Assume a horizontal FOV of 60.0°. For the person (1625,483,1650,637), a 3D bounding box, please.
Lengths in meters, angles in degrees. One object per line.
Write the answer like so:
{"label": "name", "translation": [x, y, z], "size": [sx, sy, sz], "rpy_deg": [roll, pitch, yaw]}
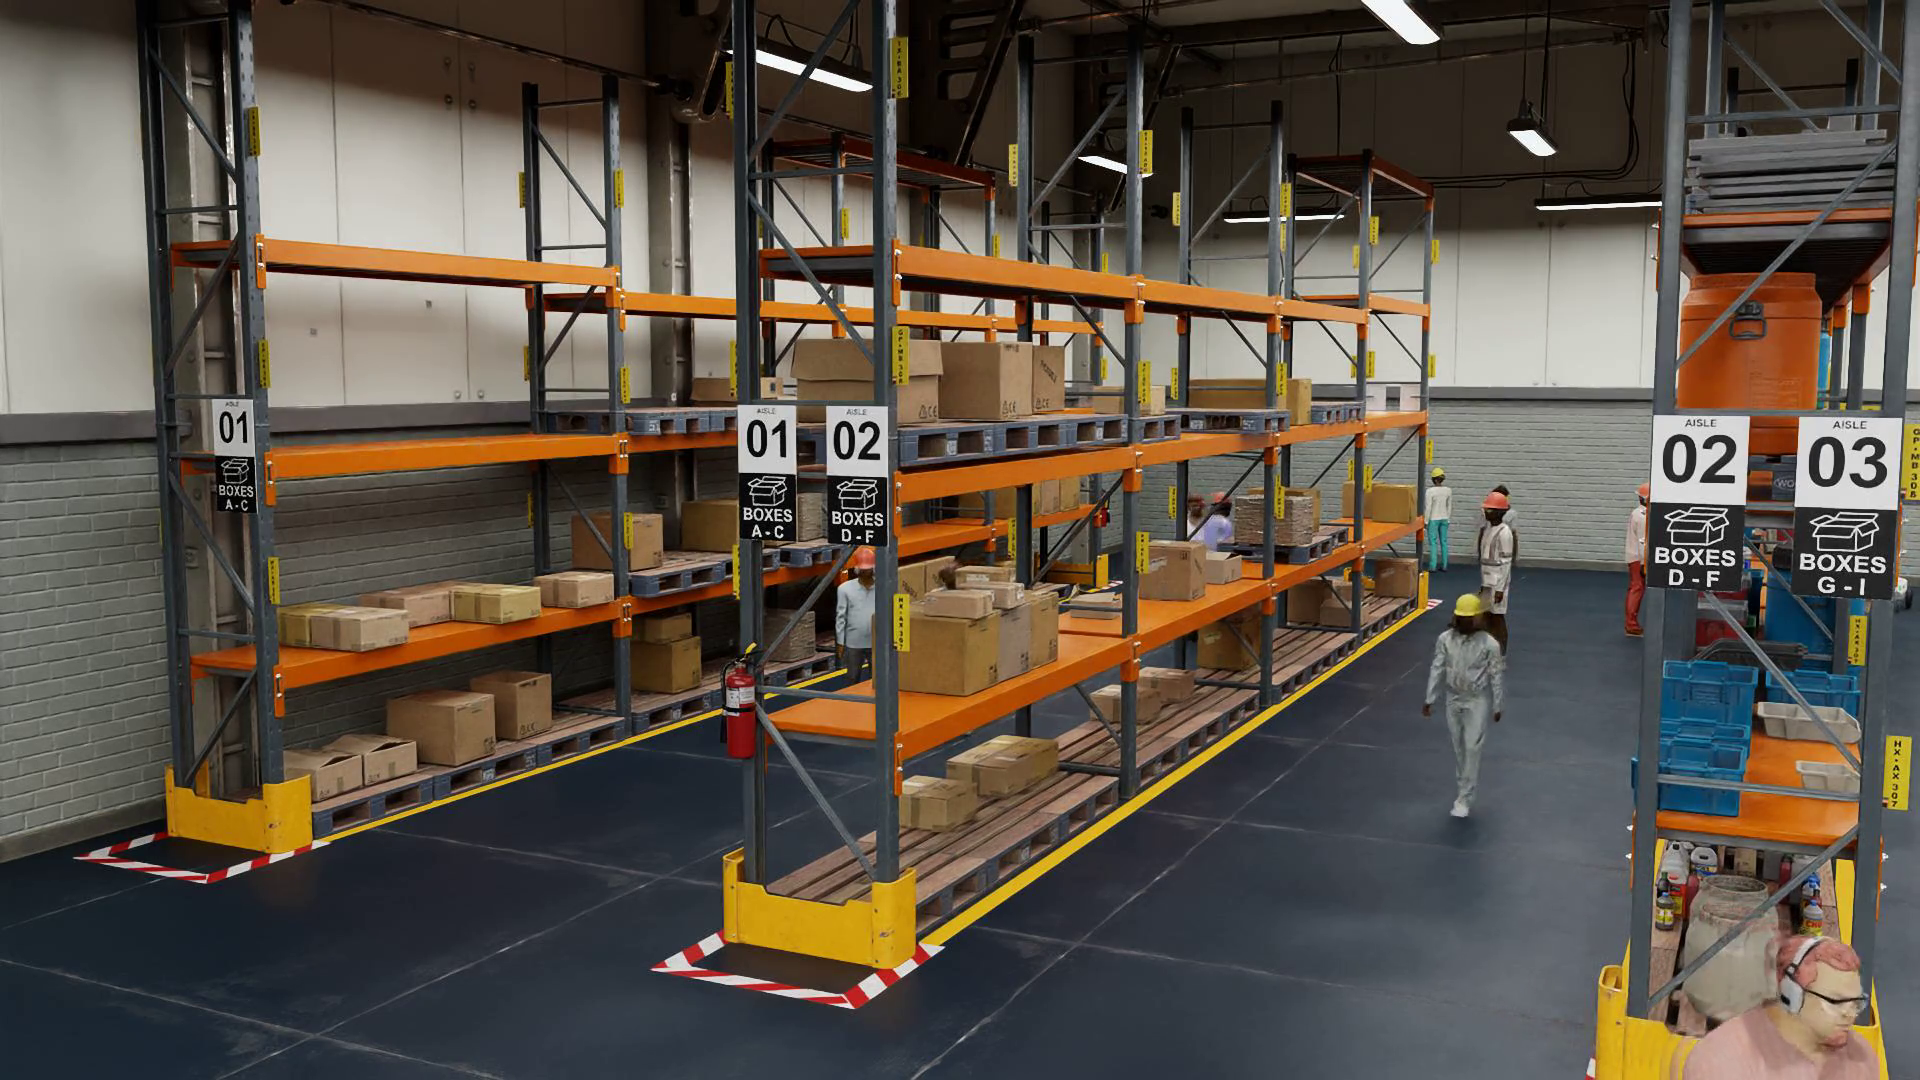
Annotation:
{"label": "person", "translation": [8.762, 0.255, 21.323], "size": [0.419, 1.986, 0.607], "rpy_deg": [2, 6, 15]}

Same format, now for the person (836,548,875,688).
{"label": "person", "translation": [-0.885, 0.945, 15.693], "size": [0.573, 1.747, 0.340], "rpy_deg": [-1, 6, -13]}

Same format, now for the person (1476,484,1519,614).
{"label": "person", "translation": [7.364, 0.169, 22.741], "size": [0.561, 1.853, 0.382], "rpy_deg": [3, 7, 26]}

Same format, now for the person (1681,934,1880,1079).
{"label": "person", "translation": [2.337, 2.014, 4.822], "size": [0.642, 1.859, 1.011], "rpy_deg": [-1, 6, -8]}

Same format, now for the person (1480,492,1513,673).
{"label": "person", "translation": [6.026, 0.479, 18.802], "size": [0.368, 2.048, 0.607], "rpy_deg": [0, 6, -2]}

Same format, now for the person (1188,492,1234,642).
{"label": "person", "translation": [3.247, 0.341, 20.903], "size": [0.930, 1.878, 0.567], "rpy_deg": [-4, 7, -31]}

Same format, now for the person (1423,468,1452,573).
{"label": "person", "translation": [8.030, -0.330, 28.016], "size": [0.533, 1.768, 0.311], "rpy_deg": [-3, 6, -24]}

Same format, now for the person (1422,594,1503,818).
{"label": "person", "translation": [3.853, 1.268, 12.780], "size": [0.501, 1.707, 0.846], "rpy_deg": [5, 8, 40]}
